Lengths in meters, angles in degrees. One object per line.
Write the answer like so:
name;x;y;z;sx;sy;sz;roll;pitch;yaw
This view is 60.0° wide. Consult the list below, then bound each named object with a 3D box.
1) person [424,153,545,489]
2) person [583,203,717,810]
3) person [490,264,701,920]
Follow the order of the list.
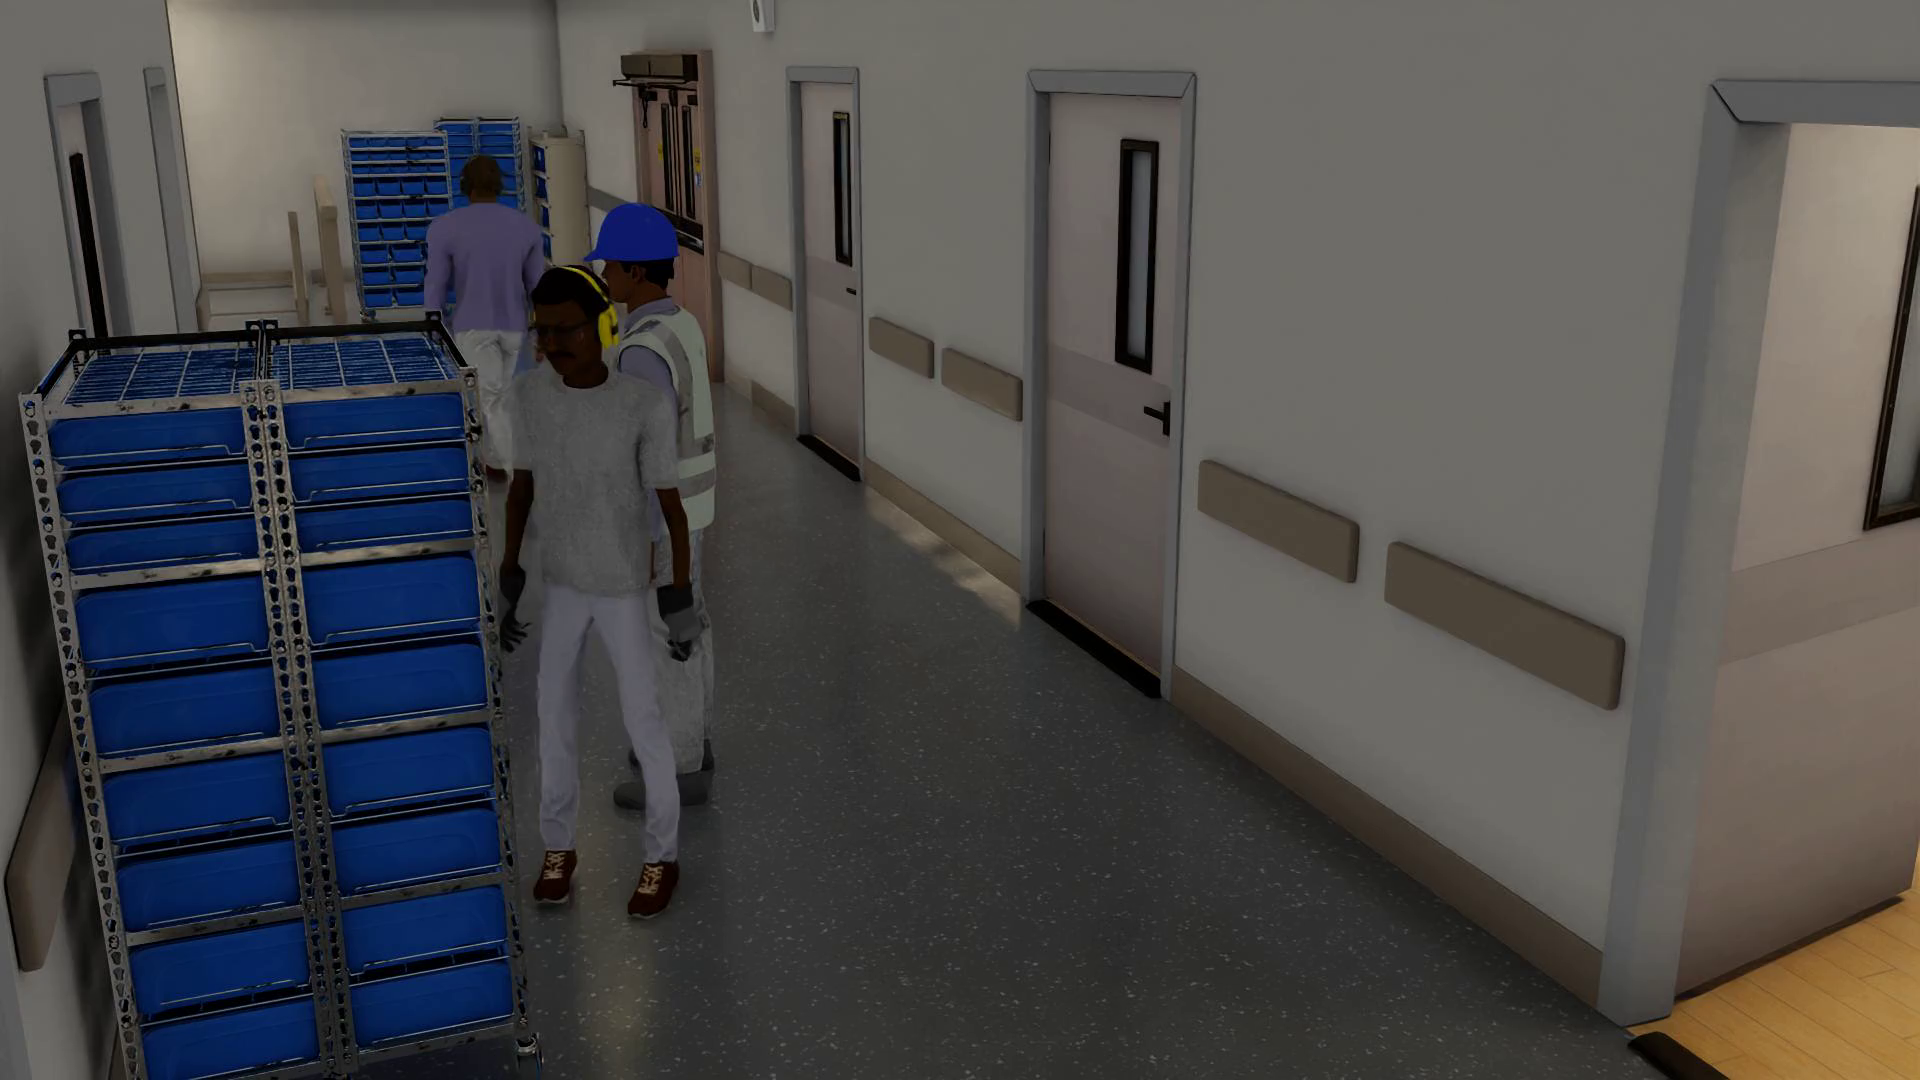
person;-2.558;-1.155;9.135;0.636;1.897;1.014;-13;20;-37
person;-0.971;-0.096;5.355;0.388;1.947;0.614;0;16;0
person;-1.038;0.157;4.660;0.604;1.856;0.402;5;17;18
